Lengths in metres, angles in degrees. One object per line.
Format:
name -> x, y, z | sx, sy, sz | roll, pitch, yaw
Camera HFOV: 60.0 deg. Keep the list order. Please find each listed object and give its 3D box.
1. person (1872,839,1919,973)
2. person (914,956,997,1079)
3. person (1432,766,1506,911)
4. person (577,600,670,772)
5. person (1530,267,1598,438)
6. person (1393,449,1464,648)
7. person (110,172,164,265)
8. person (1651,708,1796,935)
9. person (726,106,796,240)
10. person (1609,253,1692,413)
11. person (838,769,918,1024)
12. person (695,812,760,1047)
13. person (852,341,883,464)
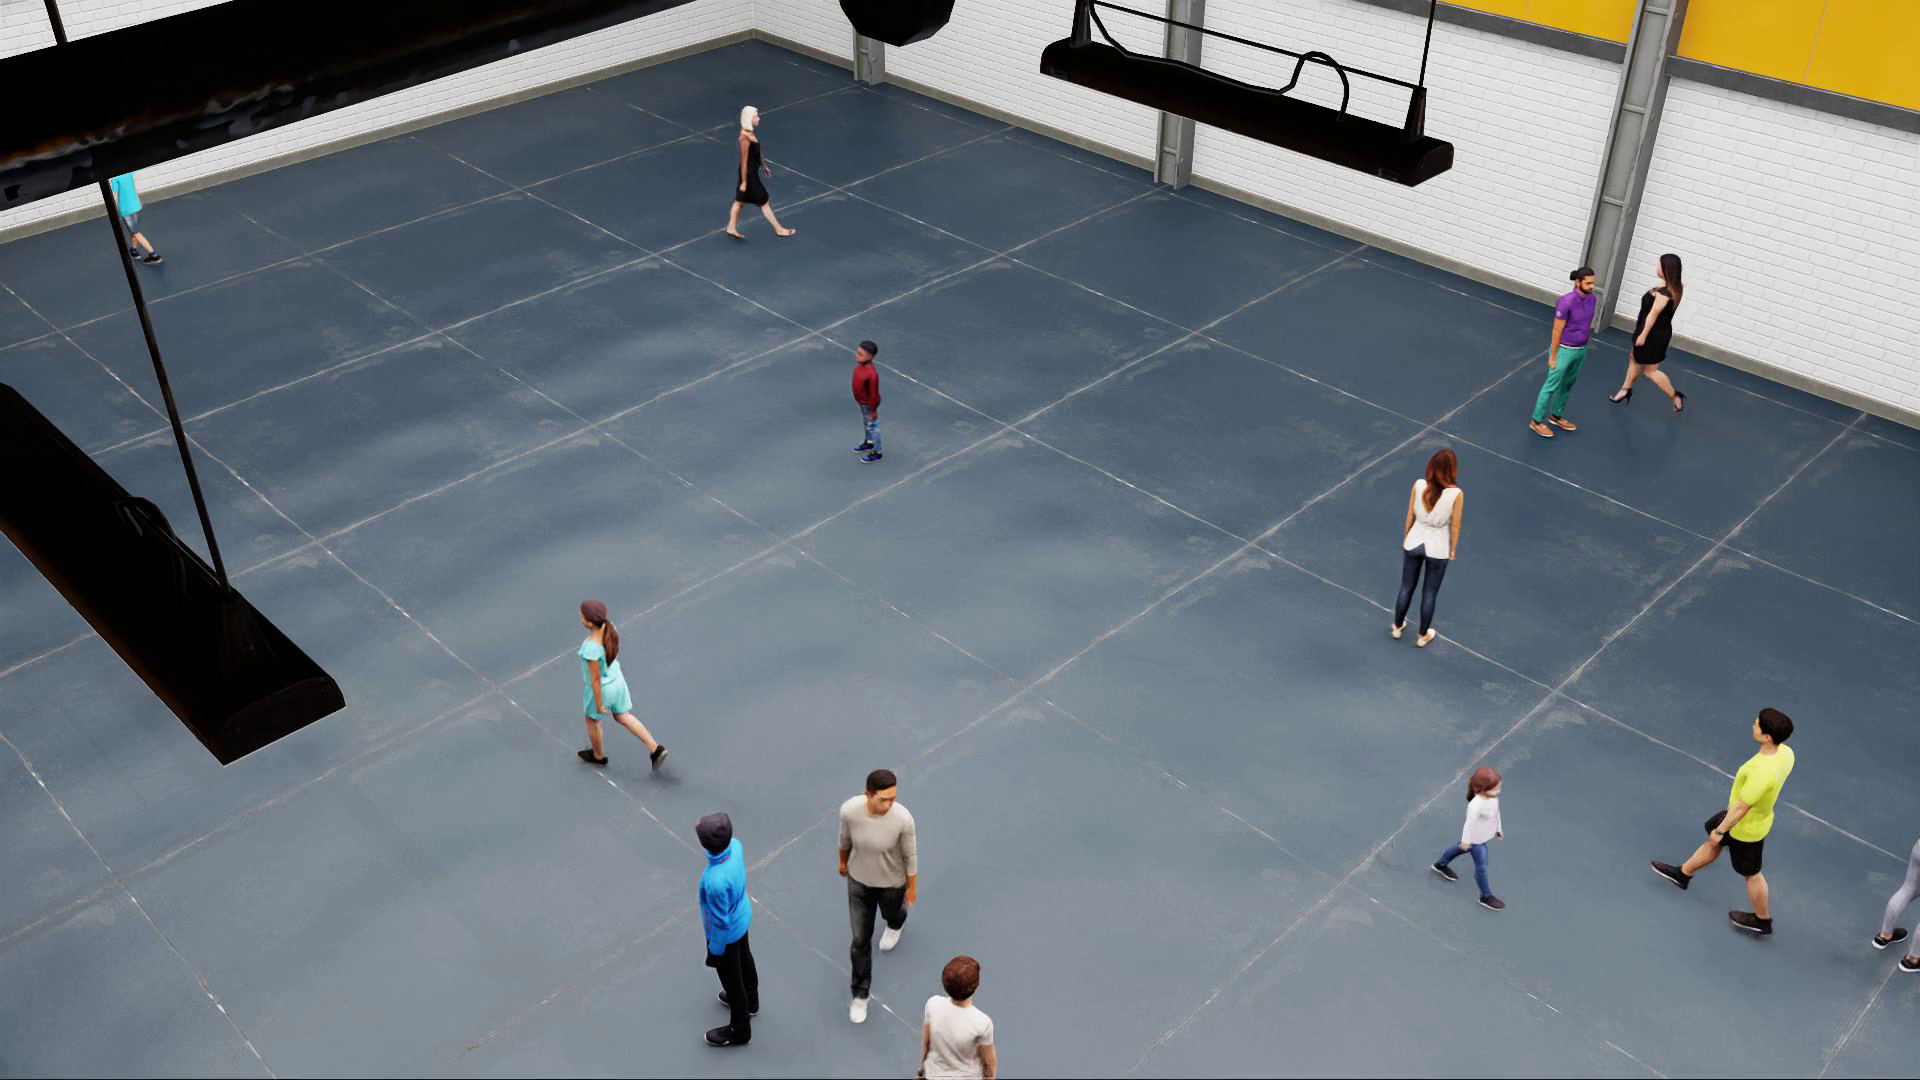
person -> 6.200, 2.000, 10.500 | 0.690, 1.724, 0.577 | -10, 35, -15
person -> -0.058, 2.988, 9.095 | 0.897, 1.633, 0.815 | 19, 38, 26
person -> 3.431, 1.932, 11.175 | 0.792, 1.089, 0.497 | 25, 41, 32
person -> -2.503, 1.078, 12.055 | 1.046, 1.538, 0.761 | 14, 36, 20
person -> 5.940, -1.862, 16.271 | 0.678, 1.767, 0.645 | -16, 37, -23
person -> 3.750, 0.066, 13.356 | 0.533, 1.783, 0.686 | 19, 38, 26
person -> -9.808, -3.947, 19.711 | 0.915, 1.430, 0.810 | 5, 34, 7
person -> 5.186, 1.852, 10.776 | 1.101, 1.664, 0.725 | 24, 40, 31
person -> -2.633, -4.391, 20.145 | 1.114, 1.690, 1.063 | -1, 34, -1
person -> 6.977, -1.992, 16.533 | 1.060, 1.693, 0.784 | 21, 39, 28
person -> -0.477, 2.048, 10.401 | 1.224, 1.753, 1.163 | 8, 34, 12
person -> -1.378, 2.309, 9.965 | 0.736, 1.800, 0.698 | 4, 34, 6
person -> -0.871, -1.349, 15.963 | 0.628, 1.252, 0.524 | -12, 36, -18
